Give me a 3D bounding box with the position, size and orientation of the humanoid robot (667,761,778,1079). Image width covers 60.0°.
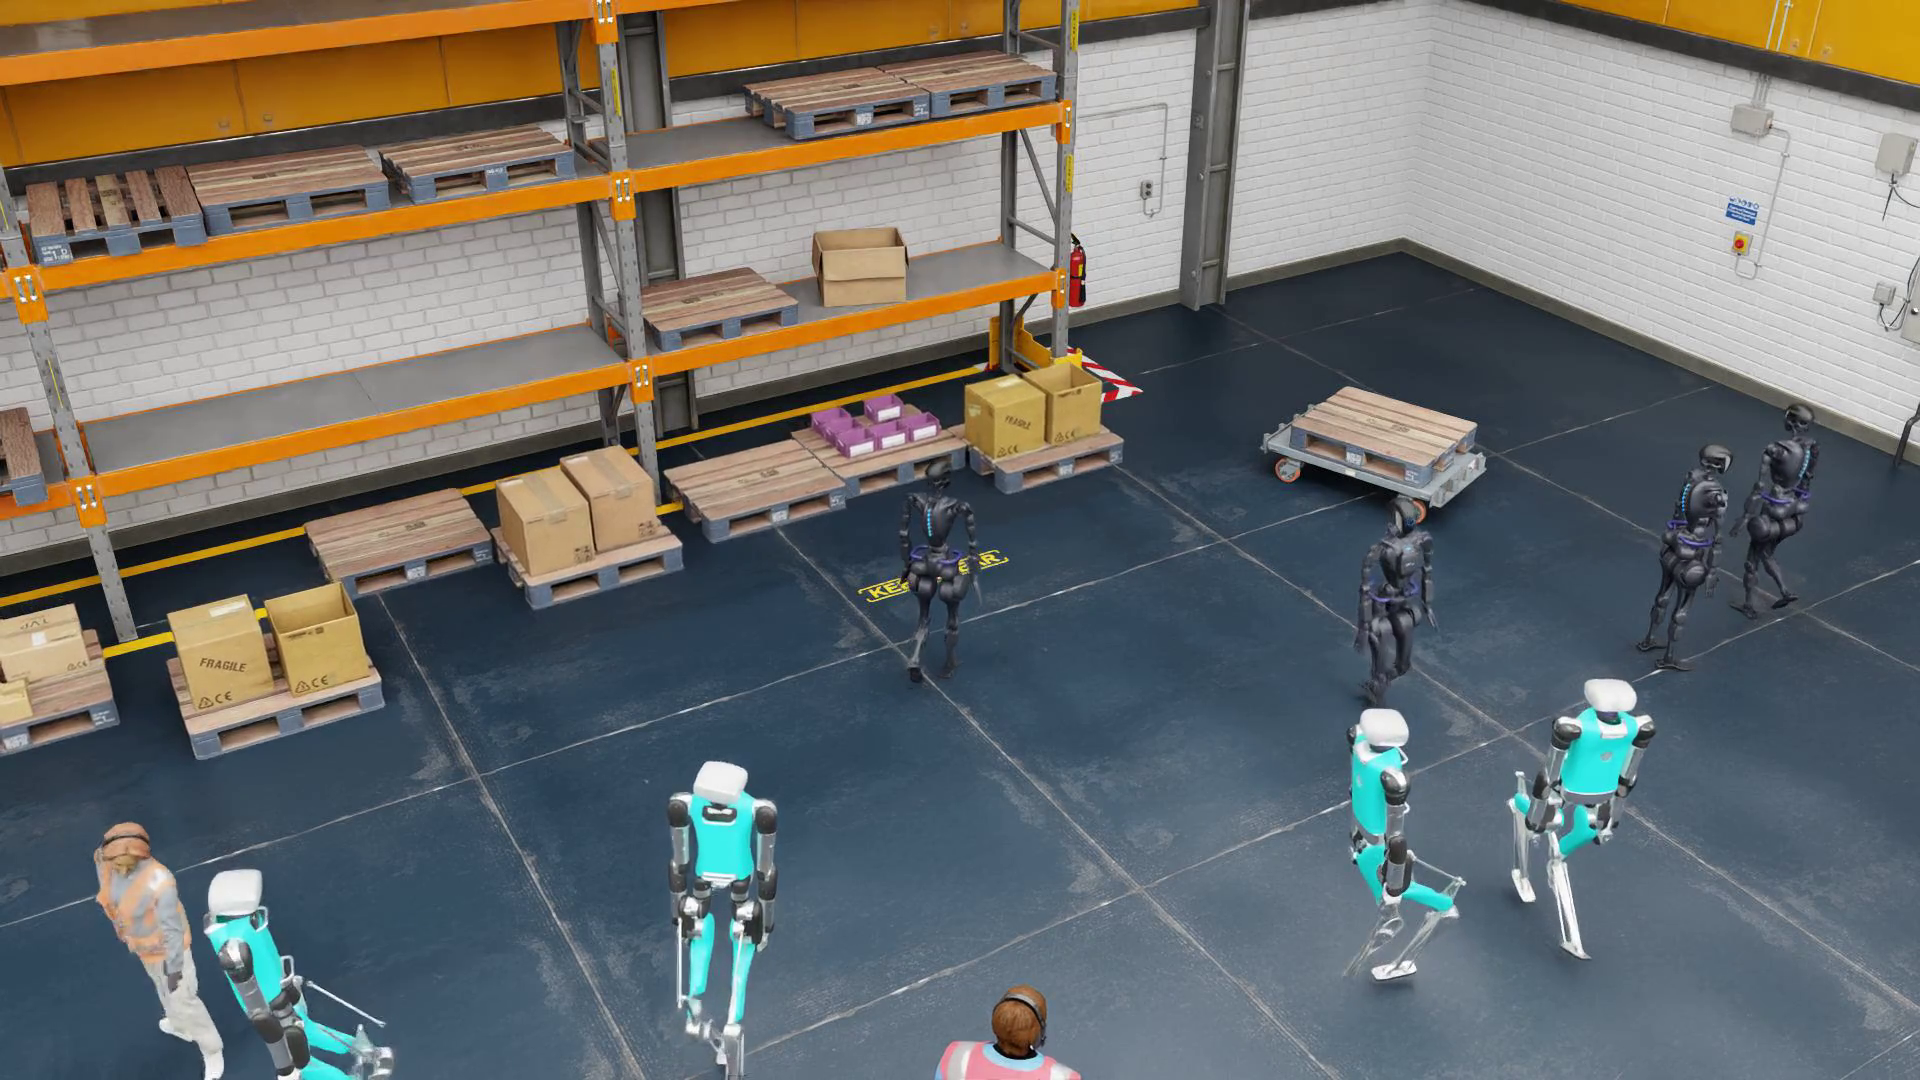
[{"bbox_3d":[-1.163,2.022,8.006,0.557,1.883,0.801,2,30,3],"label":"humanoid robot"}]

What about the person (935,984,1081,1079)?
[{"bbox_3d":[0.215,2.564,6.852,0.628,1.838,0.431,8,31,15],"label":"person"}]

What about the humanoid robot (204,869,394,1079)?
[{"bbox_3d":[-2.867,2.201,7.619,0.809,1.824,0.545,-11,31,-18],"label":"humanoid robot"}]

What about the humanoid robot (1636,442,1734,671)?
[{"bbox_3d":[4.986,0.087,11.375,0.315,1.657,0.599,-3,30,-5],"label":"humanoid robot"}]

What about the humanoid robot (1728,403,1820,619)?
[{"bbox_3d":[5.845,-0.165,11.837,0.602,1.648,0.439,-12,32,-21],"label":"humanoid robot"}]

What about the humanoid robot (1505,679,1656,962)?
[{"bbox_3d":[3.268,1.402,8.999,0.550,1.732,1.032,-3,30,-5],"label":"humanoid robot"}]

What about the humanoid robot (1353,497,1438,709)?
[{"bbox_3d":[2.793,0.452,10.776,0.593,1.669,0.432,-12,32,-20],"label":"humanoid robot"}]

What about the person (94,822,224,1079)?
[{"bbox_3d":[-3.970,1.961,8.140,0.652,1.608,0.330,18,34,29],"label":"person"}]

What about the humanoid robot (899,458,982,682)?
[{"bbox_3d":[-0.164,0.242,11.117,0.612,1.635,0.521,11,31,19],"label":"humanoid robot"}]

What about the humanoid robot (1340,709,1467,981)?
[{"bbox_3d":[2.327,1.647,8.616,0.755,1.829,0.548,-6,30,-11],"label":"humanoid robot"}]
